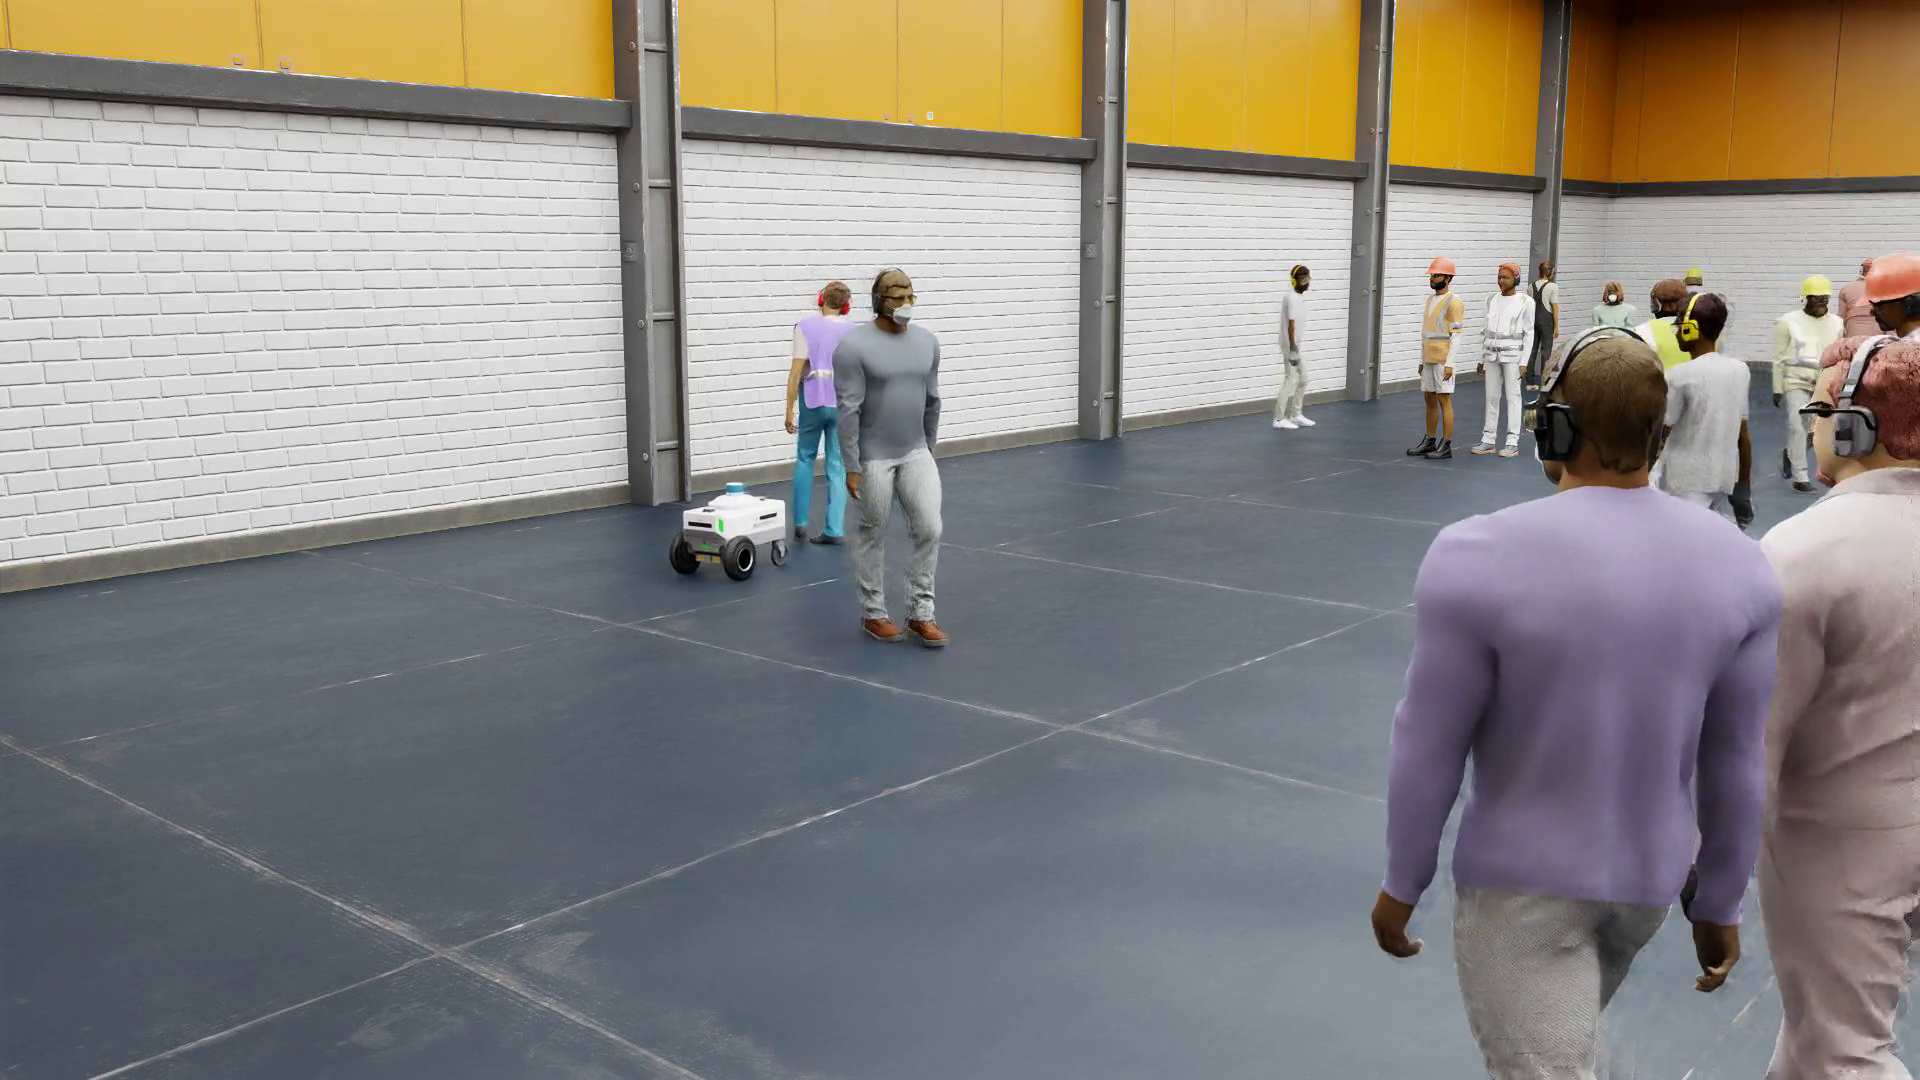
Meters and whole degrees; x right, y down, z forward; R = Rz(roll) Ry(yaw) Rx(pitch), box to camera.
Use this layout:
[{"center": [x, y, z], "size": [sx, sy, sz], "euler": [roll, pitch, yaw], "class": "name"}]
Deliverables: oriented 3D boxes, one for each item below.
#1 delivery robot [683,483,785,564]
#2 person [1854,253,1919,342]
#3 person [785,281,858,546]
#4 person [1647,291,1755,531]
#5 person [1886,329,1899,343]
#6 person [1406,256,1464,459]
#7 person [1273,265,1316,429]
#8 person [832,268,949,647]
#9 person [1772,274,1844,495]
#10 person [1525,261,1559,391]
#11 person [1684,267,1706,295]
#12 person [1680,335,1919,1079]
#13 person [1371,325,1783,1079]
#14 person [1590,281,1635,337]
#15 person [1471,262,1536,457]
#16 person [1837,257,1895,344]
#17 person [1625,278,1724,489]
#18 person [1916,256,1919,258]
[{"center": [-1.404, -0.115, 10.399], "size": [0.477, 0.478, 0.707], "euler": [6, 12, 29], "class": "delivery robot"}, {"center": [4.101, -0.271, 7.463], "size": [0.917, 1.991, 0.610], "euler": [6, 11, 29], "class": "person"}, {"center": [-0.950, -0.878, 11.494], "size": [0.653, 1.794, 0.718], "euler": [-4, 11, -24], "class": "person"}, {"center": [3.342, -0.232, 7.740], "size": [0.560, 1.811, 0.977], "euler": [-6, 11, -29], "class": "person"}, {"center": [11.481, -2.415, 20.747], "size": [0.521, 1.620, 0.578], "euler": [-5, 11, -24], "class": "person"}, {"center": [4.592, -1.748, 16.014], "size": [0.351, 1.942, 0.545], "euler": [-3, 10, -18], "class": "person"}, {"center": [3.733, -2.143, 18.559], "size": [0.503, 1.835, 0.581], "euler": [5, 11, 25], "class": "person"}, {"center": [-0.306, -0.395, 8.358], "size": [0.655, 1.915, 0.717], "euler": [-6, 12, -31], "class": "person"}, {"center": [7.037, -1.306, 13.868], "size": [0.598, 1.814, 0.673], "euler": [-1, 10, -3], "class": "person"}, {"center": [8.218, -3.004, 23.464], "size": [0.344, 1.839, 0.504], "euler": [-7, 12, -36], "class": "person"}, {"center": [11.101, -3.262, 25.219], "size": [0.554, 1.721, 0.511], "euler": [-7, 12, -36], "class": "person"}, {"center": [1.728, 0.560, 3.105], "size": [0.667, 1.872, 0.899], "euler": [-4, 11, -22], "class": "person"}, {"center": [1.067, 0.591, 2.835], "size": [0.638, 1.908, 0.976], "euler": [-3, 10, -14], "class": "person"}, {"center": [7.839, -2.295, 20.022], "size": [0.529, 1.620, 0.355], "euler": [5, 11, 28], "class": "person"}, {"center": [5.299, -1.755, 16.219], "size": [0.355, 1.884, 0.576], "euler": [-8, 13, -38], "class": "person"}, {"center": [11.038, -2.479, 20.265], "size": [0.651, 1.911, 0.408], "euler": [9, 13, 40], "class": "person"}, {"center": [4.350, -0.691, 10.304], "size": [0.622, 1.838, 0.429], "euler": [0, 10, 0], "class": "person"}, {"center": [8.351, -1.499, 14.592], "size": [0.709, 1.949, 0.748], "euler": [4, 11, 22], "class": "person"}]
